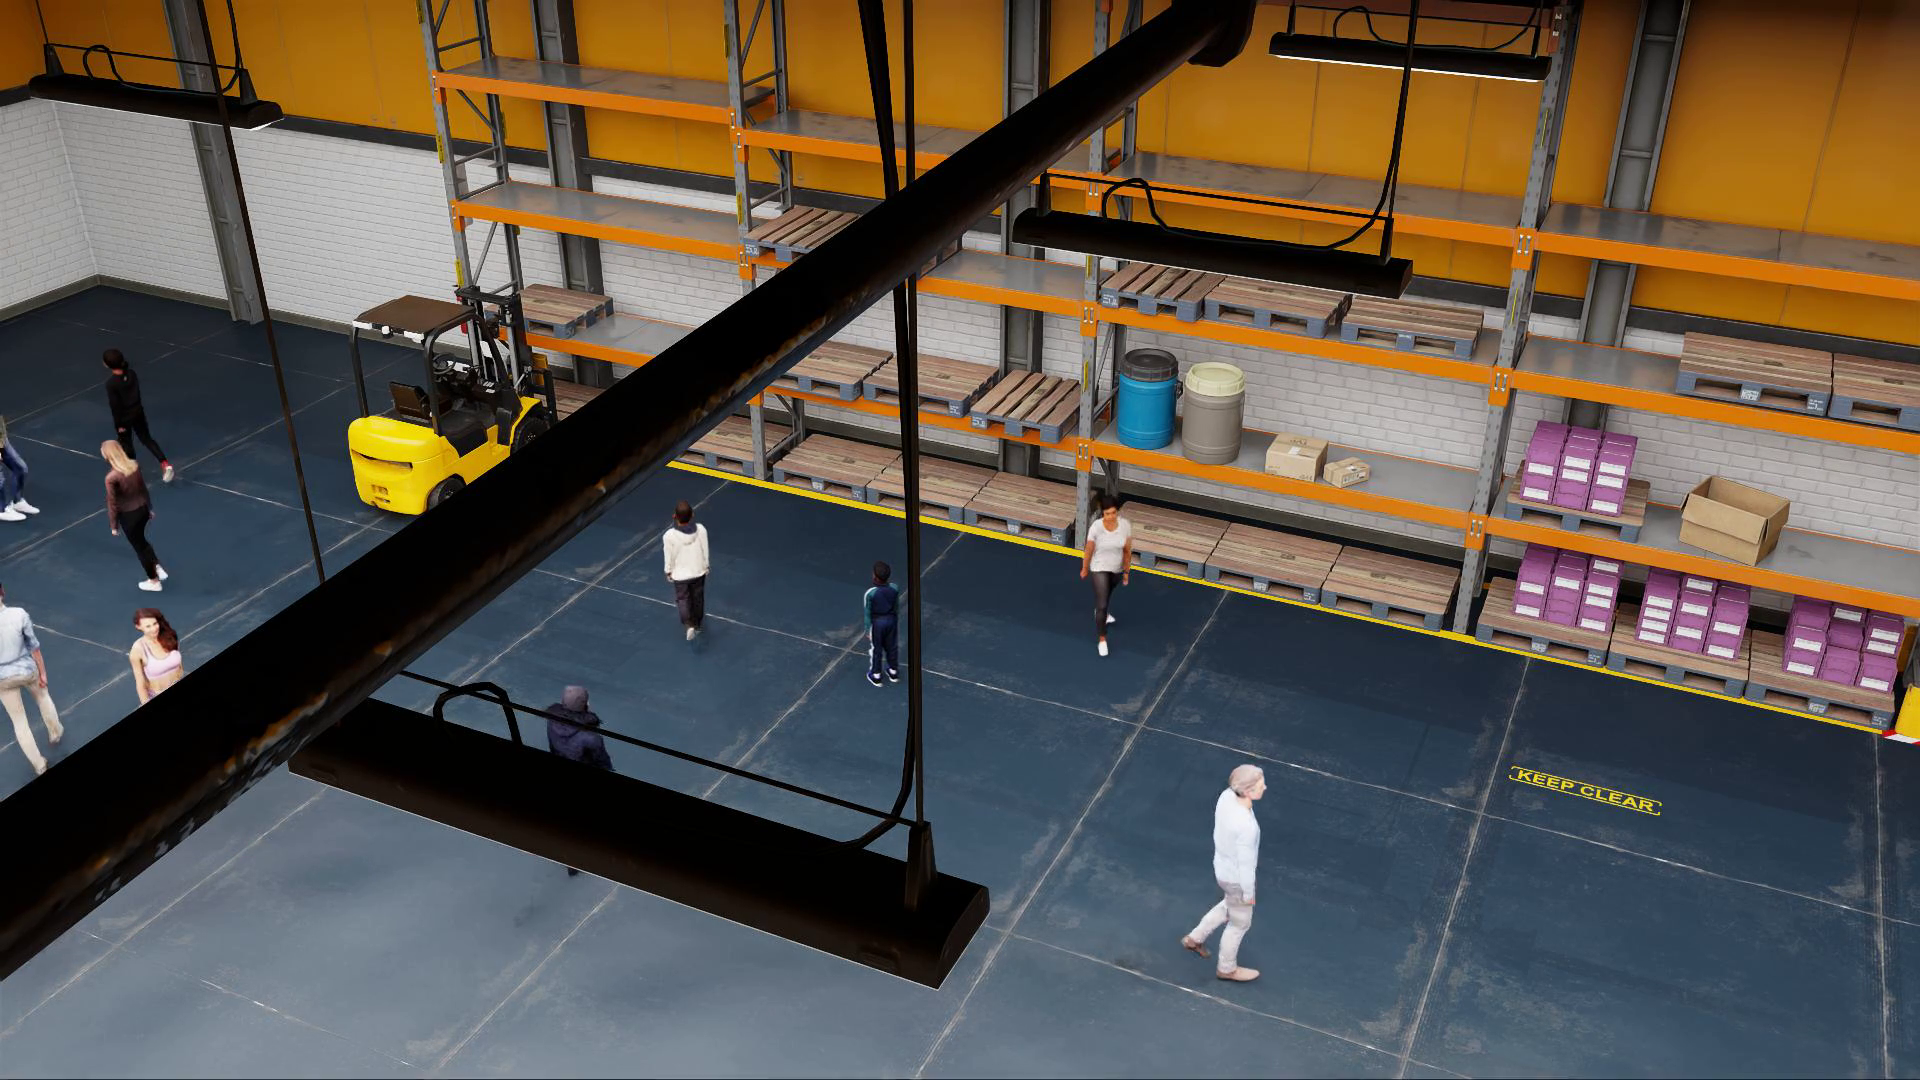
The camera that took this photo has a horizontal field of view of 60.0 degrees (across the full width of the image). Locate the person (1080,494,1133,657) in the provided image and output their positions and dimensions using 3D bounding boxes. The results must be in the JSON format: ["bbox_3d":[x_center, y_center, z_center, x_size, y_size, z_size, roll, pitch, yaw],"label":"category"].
[{"bbox_3d":[1.399,0.250,15.939,1.025,1.589,1.068,-11,30,-19],"label":"person"}]

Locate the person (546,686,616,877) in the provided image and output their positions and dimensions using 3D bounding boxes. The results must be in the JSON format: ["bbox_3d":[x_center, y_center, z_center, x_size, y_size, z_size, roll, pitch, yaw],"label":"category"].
[{"bbox_3d":[-2.993,1.895,12.859,0.907,1.650,0.812,18,33,29],"label":"person"}]

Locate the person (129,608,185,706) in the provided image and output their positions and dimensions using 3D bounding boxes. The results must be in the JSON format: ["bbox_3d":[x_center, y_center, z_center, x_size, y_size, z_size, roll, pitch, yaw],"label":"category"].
[{"bbox_3d":[-6.652,1.308,13.848,1.225,1.732,0.779,21,35,33],"label":"person"}]

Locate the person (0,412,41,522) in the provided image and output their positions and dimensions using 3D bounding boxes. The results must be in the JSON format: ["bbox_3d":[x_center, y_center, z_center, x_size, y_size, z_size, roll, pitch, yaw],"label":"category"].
[{"bbox_3d":[-10.588,-1.042,18.037,0.753,1.847,0.776,3,29,5],"label":"person"}]

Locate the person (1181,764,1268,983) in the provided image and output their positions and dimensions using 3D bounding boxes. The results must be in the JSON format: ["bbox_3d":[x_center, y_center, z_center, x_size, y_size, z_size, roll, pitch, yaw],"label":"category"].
[{"bbox_3d":[1.868,2.362,11.765,0.947,1.878,0.860,-2,29,-3],"label":"person"}]

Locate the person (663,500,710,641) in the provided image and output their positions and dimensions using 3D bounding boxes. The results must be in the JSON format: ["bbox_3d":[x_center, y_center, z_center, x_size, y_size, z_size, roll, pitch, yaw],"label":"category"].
[{"bbox_3d":[-2.598,0.315,15.971,0.839,1.443,0.891,-8,30,-15],"label":"person"}]

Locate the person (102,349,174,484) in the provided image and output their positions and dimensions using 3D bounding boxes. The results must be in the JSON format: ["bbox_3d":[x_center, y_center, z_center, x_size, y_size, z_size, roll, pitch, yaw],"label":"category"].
[{"bbox_3d":[-9.353,-1.387,18.873,1.006,1.653,0.605,13,31,23],"label":"person"}]

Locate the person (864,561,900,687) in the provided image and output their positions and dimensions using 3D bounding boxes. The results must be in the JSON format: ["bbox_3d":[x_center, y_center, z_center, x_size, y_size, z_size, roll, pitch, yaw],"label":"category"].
[{"bbox_3d":[-0.722,0.761,15.349,0.568,1.255,0.606,-15,32,-26],"label":"person"}]

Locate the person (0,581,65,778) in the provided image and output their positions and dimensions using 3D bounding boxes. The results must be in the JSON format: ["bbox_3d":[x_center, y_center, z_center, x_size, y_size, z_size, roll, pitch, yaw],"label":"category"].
[{"bbox_3d":[-7.945,1.184,13.981,0.960,1.824,1.071,-15,32,-26],"label":"person"}]

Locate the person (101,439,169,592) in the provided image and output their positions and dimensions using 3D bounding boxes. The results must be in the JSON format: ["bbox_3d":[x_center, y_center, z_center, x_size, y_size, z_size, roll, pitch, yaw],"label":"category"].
[{"bbox_3d":[-8.229,-0.226,16.699,0.657,1.696,0.683,6,29,11],"label":"person"}]
